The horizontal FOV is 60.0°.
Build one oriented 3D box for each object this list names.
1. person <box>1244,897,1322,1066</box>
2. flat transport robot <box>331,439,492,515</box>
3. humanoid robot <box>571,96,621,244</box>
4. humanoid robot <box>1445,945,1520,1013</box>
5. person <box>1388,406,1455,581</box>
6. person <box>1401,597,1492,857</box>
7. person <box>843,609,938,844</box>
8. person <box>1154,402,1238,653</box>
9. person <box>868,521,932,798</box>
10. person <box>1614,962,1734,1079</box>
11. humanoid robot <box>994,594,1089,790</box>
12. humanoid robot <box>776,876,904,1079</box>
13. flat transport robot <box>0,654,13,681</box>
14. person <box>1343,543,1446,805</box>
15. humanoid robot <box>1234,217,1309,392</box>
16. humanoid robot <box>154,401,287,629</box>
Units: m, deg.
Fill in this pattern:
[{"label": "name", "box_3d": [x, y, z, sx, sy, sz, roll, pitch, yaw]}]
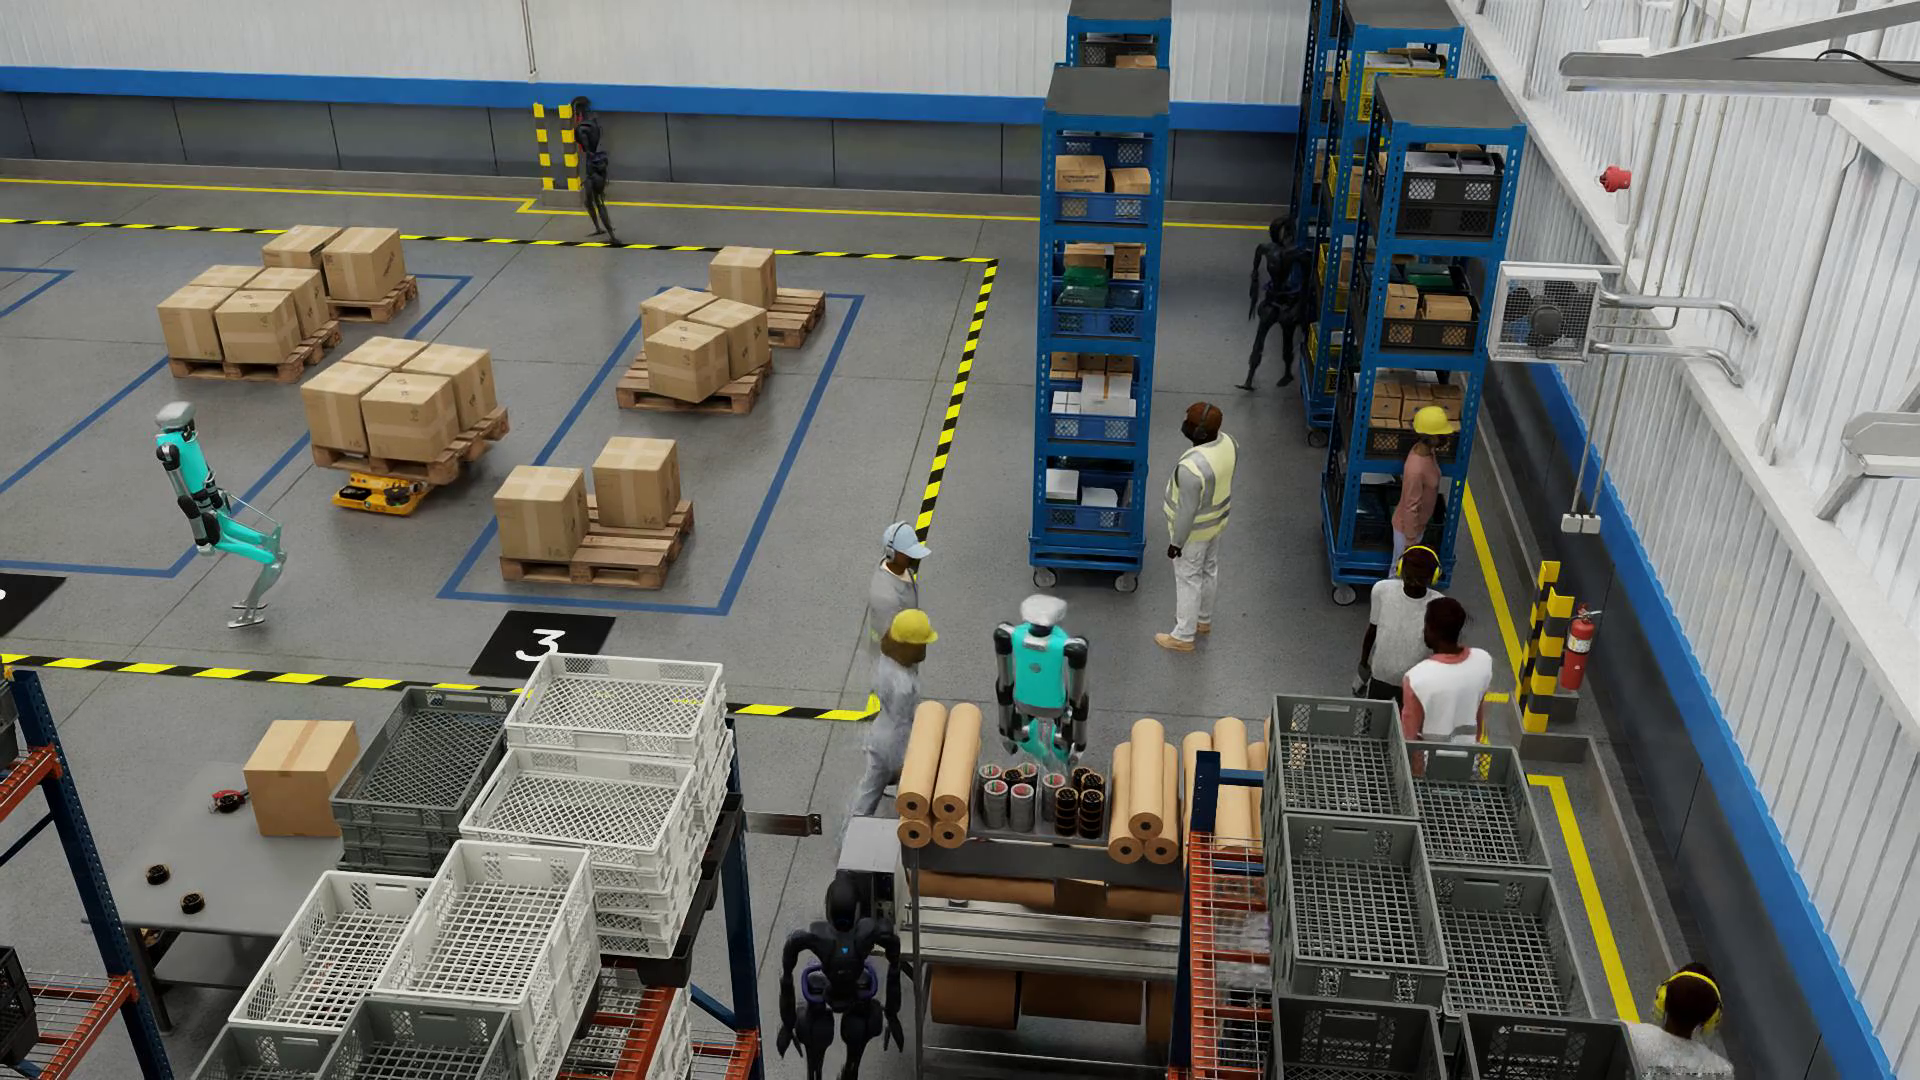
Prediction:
[{"label": "person", "box_3d": [1.434, 2.164, 7.209, 0.489, 2.020, 0.606, -3, 30, -4]}, {"label": "flat transport robot", "box_3d": [-4.513, -0.660, 13.779, 0.652, 0.197, 1.431, 8, 31, 14]}, {"label": "humanoid robot", "box_3d": [-4.005, -4.035, 18.214, 0.422, 1.642, 0.608, -2, 30, -4]}, {"label": "humanoid robot", "box_3d": [2.284, 2.161, 7.567, 0.612, 1.655, 0.394, 3, 30, 5]}, {"label": "person", "box_3d": [3.109, -0.104, 11.360, 0.307, 1.772, 0.524, 11, 32, 19]}, {"label": "person", "box_3d": [2.562, 1.168, 9.068, 0.620, 1.887, 0.613, -15, 33, -24]}, {"label": "person", "box_3d": [-0.318, 1.117, 9.332, 0.794, 1.695, 0.491, -6, 31, -10]}, {"label": "person", "box_3d": [1.589, -0.097, 11.276, 0.429, 1.843, 0.624, 19, 35, 29]}, {"label": "person", "box_3d": [-0.346, 0.700, 9.897, 0.395, 1.850, 0.597, 2, 30, 3]}, {"label": "person", "box_3d": [2.789, 2.478, 6.836, 0.528, 1.854, 0.453, 15, 33, 24]}, {"label": "humanoid robot", "box_3d": [0.538, 1.028, 9.541, 0.532, 1.871, 0.742, 11, 32, 18]}, {"label": "humanoid robot", "box_3d": [-0.554, 2.152, 7.582, 0.590, 1.646, 0.370, -5, 31, -9]}, {"label": "flat transport robot", "box_3d": [-7.142, 0.969, 11.010, 1.431, 0.231, 0.659, 3, 30, 6]}, {"label": "person", "box_3d": [2.546, 0.828, 9.673, 0.508, 1.866, 0.338, 16, 34, 26]}, {"label": "humanoid robot", "box_3d": [2.840, -2.080, 14.874, 0.608, 1.630, 0.725, 21, 36, 32]}, {"label": "humanoid robot", "box_3d": [-4.967, -0.177, 11.389, 0.735, 1.672, 0.533, -5, 31, -8]}]
